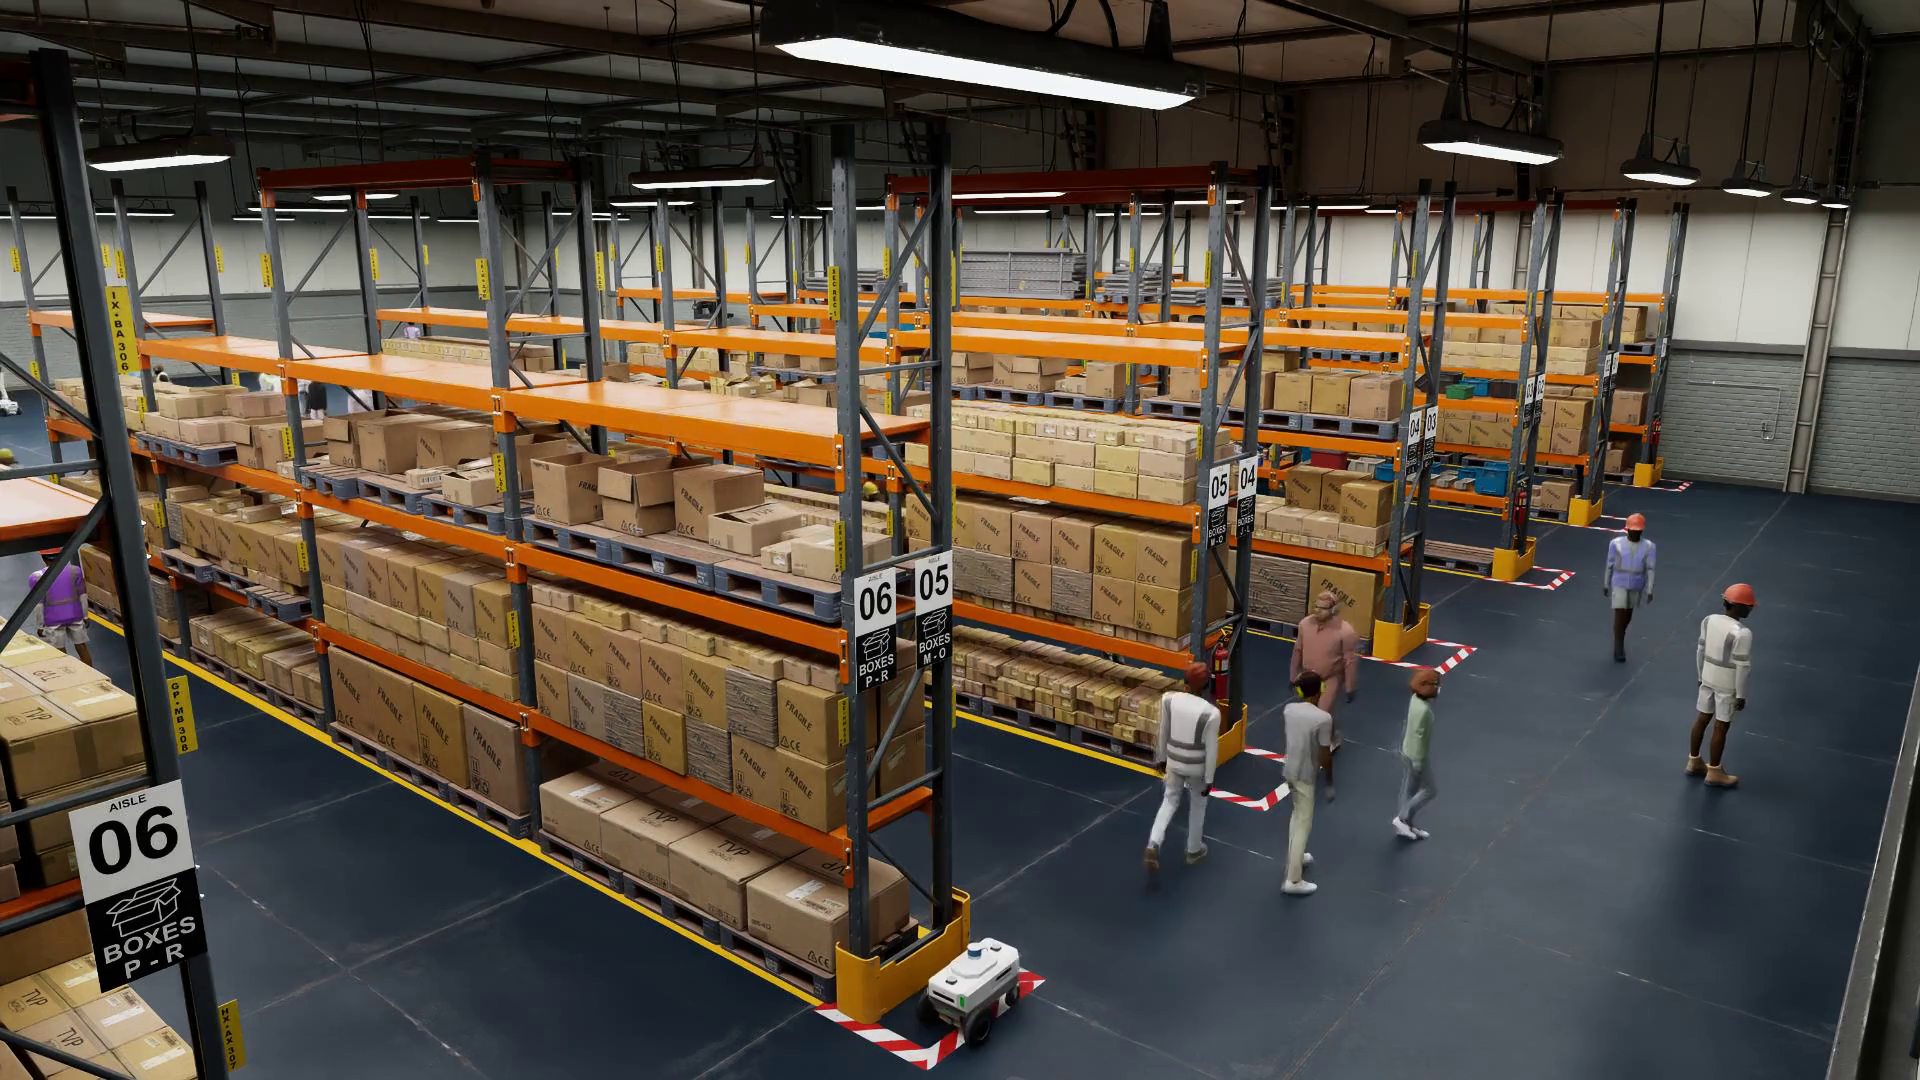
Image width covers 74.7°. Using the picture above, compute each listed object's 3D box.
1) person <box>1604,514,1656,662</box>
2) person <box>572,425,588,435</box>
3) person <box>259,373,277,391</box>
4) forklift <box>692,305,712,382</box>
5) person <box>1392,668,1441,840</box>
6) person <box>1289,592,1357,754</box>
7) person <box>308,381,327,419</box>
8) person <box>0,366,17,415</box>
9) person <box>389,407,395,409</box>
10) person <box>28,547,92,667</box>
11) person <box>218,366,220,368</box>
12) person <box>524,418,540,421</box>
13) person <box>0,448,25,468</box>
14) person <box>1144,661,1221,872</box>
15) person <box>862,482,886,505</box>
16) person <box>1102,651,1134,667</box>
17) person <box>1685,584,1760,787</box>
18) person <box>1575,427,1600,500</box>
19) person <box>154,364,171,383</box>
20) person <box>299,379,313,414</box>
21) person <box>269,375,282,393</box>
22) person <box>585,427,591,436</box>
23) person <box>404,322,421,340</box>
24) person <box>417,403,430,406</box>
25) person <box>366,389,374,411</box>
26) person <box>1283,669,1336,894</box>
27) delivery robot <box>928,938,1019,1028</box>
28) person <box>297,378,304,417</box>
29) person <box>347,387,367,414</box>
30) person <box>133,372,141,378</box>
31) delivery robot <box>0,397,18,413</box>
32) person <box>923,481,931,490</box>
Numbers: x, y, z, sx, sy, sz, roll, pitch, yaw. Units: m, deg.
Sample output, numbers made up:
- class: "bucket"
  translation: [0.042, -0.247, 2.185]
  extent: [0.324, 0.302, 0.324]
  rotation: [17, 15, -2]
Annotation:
- class: "person"
  translation: [8.697, 0.564, 16.378]
  extent: [0.559, 1.895, 0.976]
  rotation: [5, 14, 19]
- class: "person"
  translation: [-8.642, -2.476, 28.894]
  extent: [0.532, 1.874, 1.021]
  rotation: [-8, 16, -29]
- class: "person"
  translation: [-19.576, -4.070, 35.611]
  extent: [0.822, 1.819, 0.632]
  rotation: [3, 14, 13]
- class: "forklift"
  translation: [-9.511, -7.392, 47.124]
  extent: [1.873, 2.768, 1.129]
  rotation: [11, 17, 38]
- class: "person"
  translation: [4.152, 1.924, 11.314]
  extent: [0.341, 1.620, 0.520]
  rotation: [4, 14, 18]
- class: "person"
  translation: [3.689, 1.428, 12.898]
  extent: [1.018, 1.860, 0.660]
  rotation: [-11, 17, -38]
- class: "person"
  translation: [-16.634, -3.444, 32.690]
  extent: [0.629, 1.971, 0.743]
  rotation: [7, 15, 28]
- class: "person"
  translation: [-29.057, -4.548, 38.029]
  extent: [0.843, 1.595, 0.504]
  rotation: [4, 14, 15]
- class: "person"
  translation: [-11.725, -1.893, 26.485]
  extent: [0.681, 1.897, 0.627]
  rotation: [-3, 14, -14]
- class: "person"
  translation: [-10.562, 0.918, 14.812]
  extent: [0.361, 1.939, 0.543]
  rotation: [11, 17, 38]
- class: "person"
  translation: [-26.532, -6.388, 45.380]
  extent: [0.319, 1.693, 0.532]
  rotation: [5, 14, 18]
- class: "person"
  translation: [-9.848, -2.407, 28.698]
  extent: [0.632, 1.854, 1.030]
  rotation: [-10, 17, -37]
- class: "person"
  translation: [-16.675, -0.767, 22.201]
  extent: [0.487, 1.716, 0.741]
  rotation: [-8, 16, -31]
- class: "person"
  translation: [1.899, 1.950, 10.738]
  extent: [0.602, 1.866, 0.803]
  rotation: [10, 17, 36]
- class: "person"
  translation: [-1.359, 0.012, 18.857]
  extent: [0.925, 1.781, 0.617]
  rotation: [9, 16, 32]
- class: "person"
  translation: [1.974, 0.725, 15.609]
  extent: [0.373, 1.939, 0.628]
  rotation: [9, 17, 34]
- class: "person"
  translation: [7.605, 1.420, 12.534]
  extent: [0.393, 2.040, 0.611]
  rotation: [-2, 14, -7]
- class: "person"
  translation: [12.563, -1.663, 25.314]
  extent: [0.622, 1.992, 0.396]
  rotation: [-10, 17, -37]
- class: "person"
  translation: [-22.399, -4.031, 35.472]
  extent: [0.433, 1.807, 0.706]
  rotation: [-10, 17, -37]
- class: "person"
  translation: [-20.021, -4.875, 38.705]
  extent: [0.584, 1.900, 0.837]
  rotation: [0, 14, -2]
- class: "person"
  translation: [-18.458, -3.803, 34.375]
  extent: [0.629, 1.917, 0.926]
  rotation: [1, 14, 2]
- class: "person"
  translation: [-7.480, -1.556, 25.641]
  extent: [0.512, 1.624, 0.369]
  rotation: [2, 14, 7]
- class: "person"
  translation: [-22.286, -8.015, 51.344]
  extent: [0.615, 2.041, 0.392]
  rotation: [-4, 14, -14]
- class: "person"
  translation: [-16.886, -4.993, 39.481]
  extent: [0.524, 1.772, 0.310]
  rotation: [-4, 14, -14]
- class: "person"
  translation: [-15.521, -3.537, 33.255]
  extent: [0.569, 1.883, 0.671]
  rotation: [-8, 16, -30]
- class: "person"
  translation: [2.898, 2.003, 10.582]
  extent: [0.659, 1.824, 0.559]
  rotation: [-8, 16, -29]
- class: "delivery robot"
  translation: [0.102, 3.055, 8.800]
  extent: [0.477, 0.478, 0.707]
  rotation: [10, 17, 36]
- class: "person"
  translation: [-19.463, -4.363, 36.624]
  extent: [0.597, 1.900, 0.643]
  rotation: [-4, 14, -15]
- class: "person"
  translation: [-14.925, -3.071, 31.365]
  extent: [0.833, 1.882, 0.655]
  rotation: [1, 14, 5]
- class: "person"
  translation: [-25.120, -4.744, 38.640]
  extent: [0.609, 1.673, 0.537]
  rotation: [3, 14, 14]
- class: "delivery robot"
  translation: [-28.967, -4.086, 38.176]
  extent: [0.707, 0.478, 0.477]
  rotation: [5, 14, 18]
- class: "person"
  translation: [-0.393, 0.020, 18.651]
  extent: [0.442, 1.869, 0.598]
  rotation: [13, 19, 43]
